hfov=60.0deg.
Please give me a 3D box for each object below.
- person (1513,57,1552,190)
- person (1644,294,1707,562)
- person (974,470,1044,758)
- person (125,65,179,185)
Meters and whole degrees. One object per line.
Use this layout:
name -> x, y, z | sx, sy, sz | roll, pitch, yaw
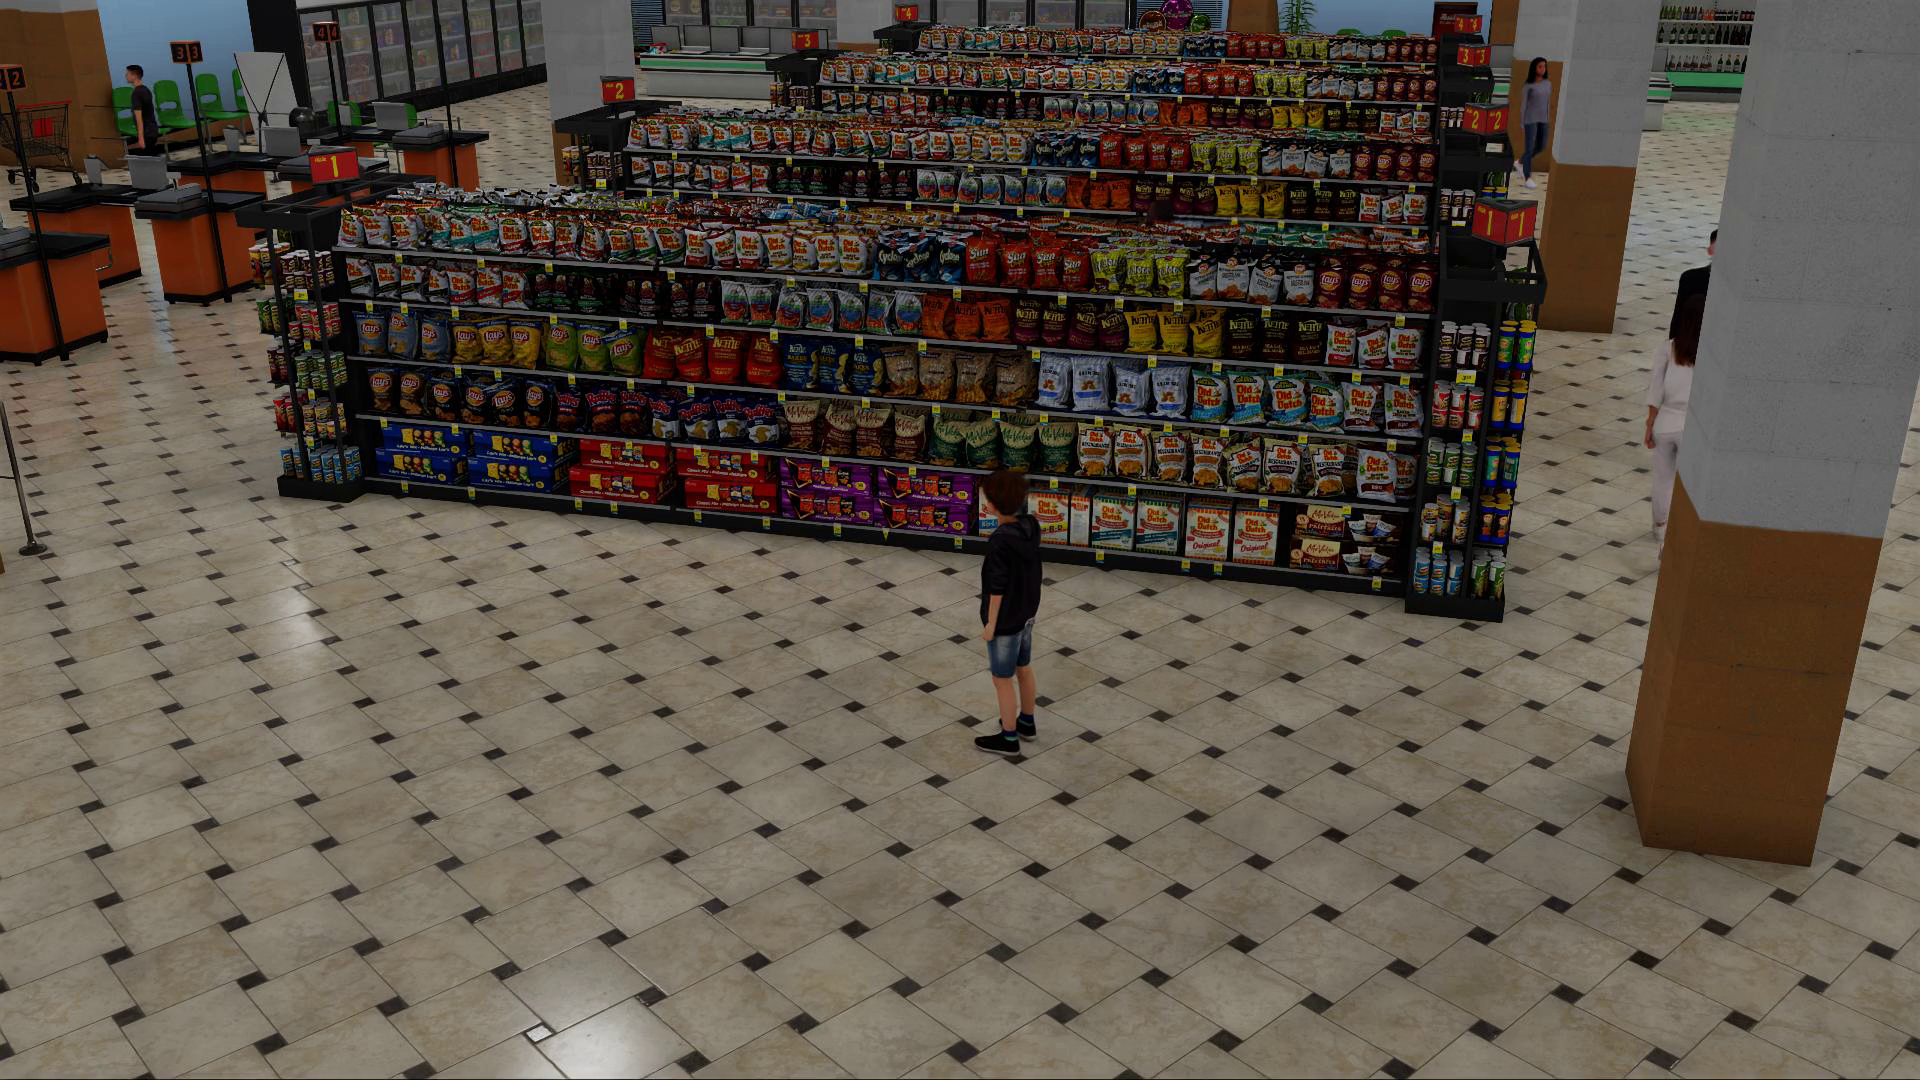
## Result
person -> 7.822, -5.721, 22.790 | 0.940, 1.726, 0.957 | -8, 23, -19
person -> 4.480, -0.664, 10.297 | 1.061, 1.658, 0.839 | 12, 25, 28
person -> 0.239, 0.347, 8.064 | 0.597, 1.448, 0.596 | 13, 26, 30
person -> -10.478, -5.257, 21.608 | 1.092, 1.747, 0.922 | -5, 22, -12
